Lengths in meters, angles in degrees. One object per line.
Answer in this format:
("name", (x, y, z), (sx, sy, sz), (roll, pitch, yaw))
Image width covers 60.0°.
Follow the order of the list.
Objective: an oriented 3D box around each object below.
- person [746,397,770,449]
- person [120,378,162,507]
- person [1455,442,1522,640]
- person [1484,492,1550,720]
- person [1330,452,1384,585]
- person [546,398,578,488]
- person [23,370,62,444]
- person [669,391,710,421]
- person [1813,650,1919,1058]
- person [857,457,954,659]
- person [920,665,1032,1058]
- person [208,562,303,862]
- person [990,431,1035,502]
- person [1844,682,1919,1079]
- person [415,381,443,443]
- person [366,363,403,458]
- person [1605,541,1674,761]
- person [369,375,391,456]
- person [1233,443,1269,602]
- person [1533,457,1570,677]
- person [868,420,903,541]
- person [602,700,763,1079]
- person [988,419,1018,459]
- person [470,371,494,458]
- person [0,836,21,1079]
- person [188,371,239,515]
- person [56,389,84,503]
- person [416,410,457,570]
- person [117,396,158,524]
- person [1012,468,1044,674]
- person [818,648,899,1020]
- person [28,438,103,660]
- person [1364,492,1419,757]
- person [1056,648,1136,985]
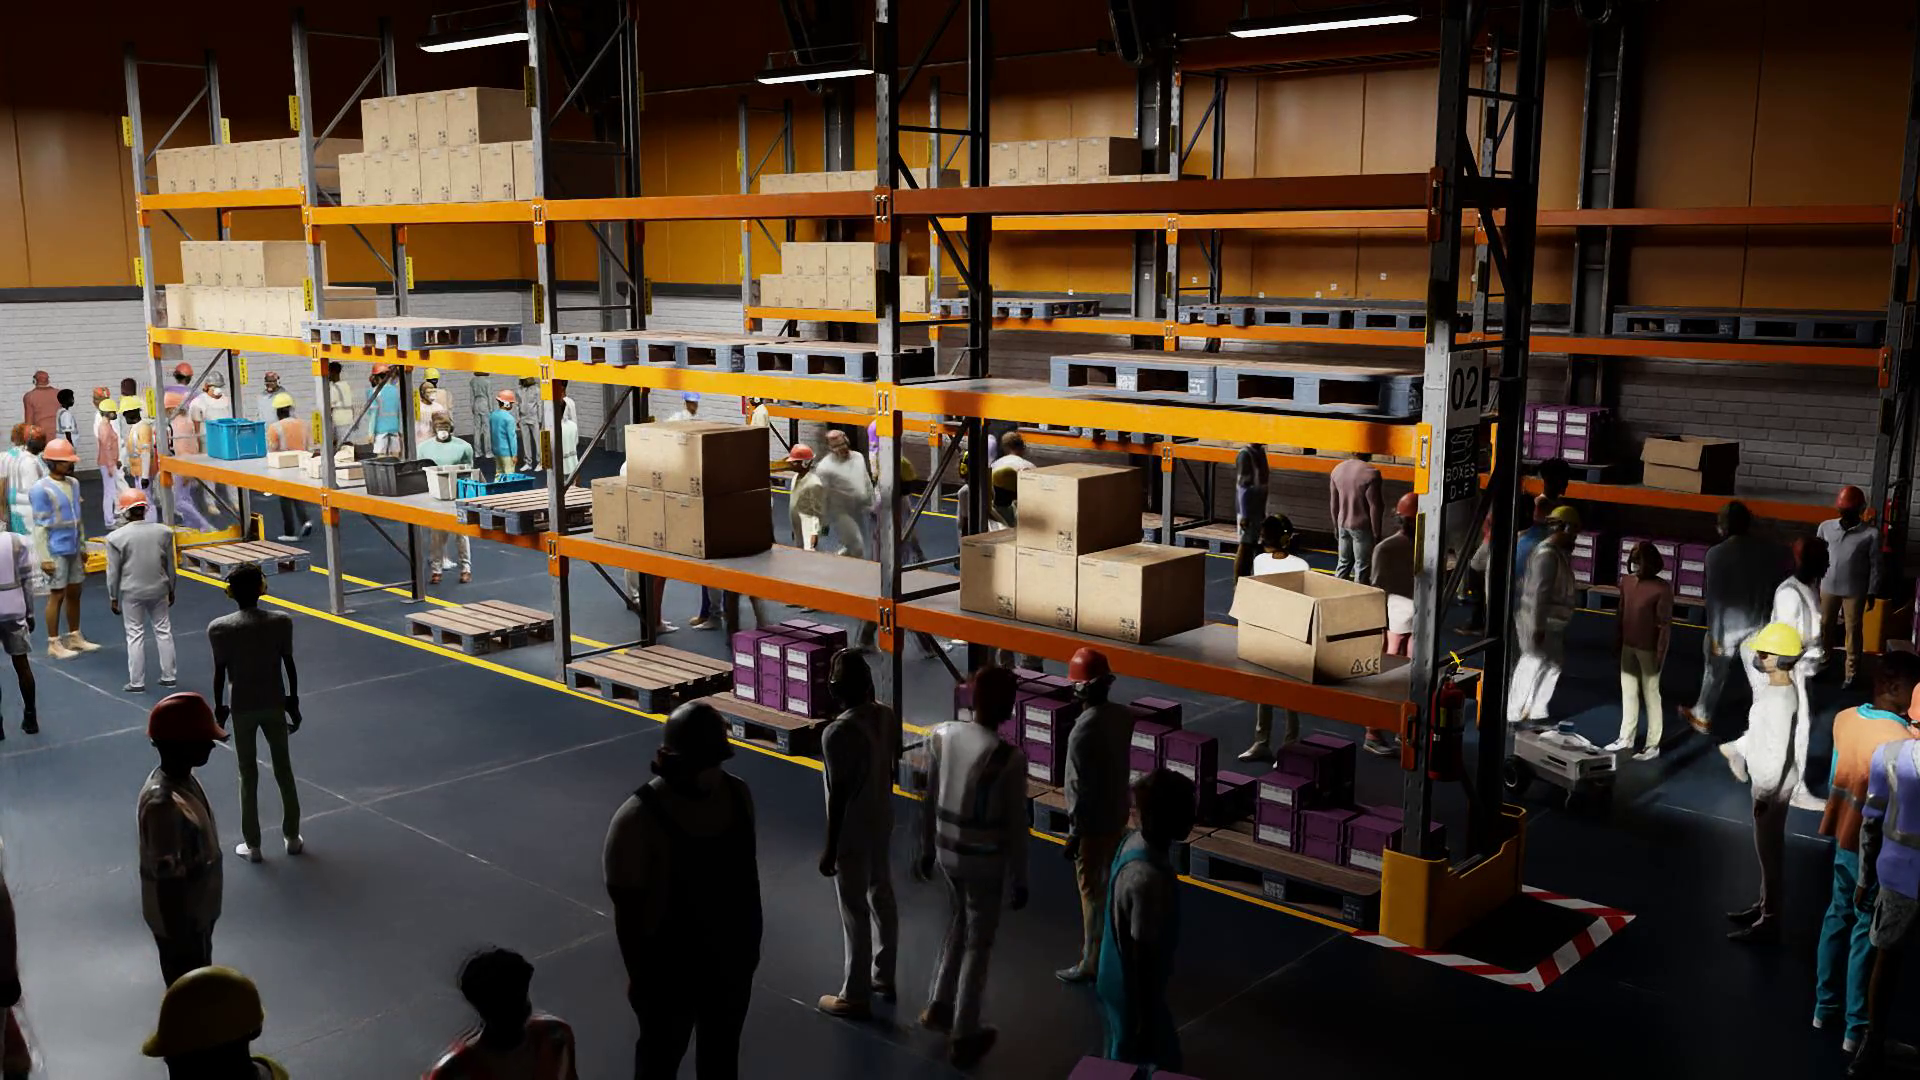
("person", (-2.956, -1.386, 24.390), (0.351, 1.738, 0.573), (-1, 10, -7))
("person", (-11.854, -1.408, 24.109), (0.534, 1.872, 0.631), (-2, 10, -10))
("person", (5.137, -0.014, 16.065), (0.721, 1.929, 0.618), (10, 14, 43))
("person", (4.480, 0.517, 13.375), (0.431, 1.835, 0.624), (-7, 12, -35))
("person", (3.955, -0.097, 16.545), (0.373, 1.935, 0.627), (-7, 12, -34))
("person", (-4.946, -0.824, 20.695), (0.392, 1.920, 0.589), (3, 10, 14))
("person", (-13.851, -1.616, 25.211), (0.400, 1.907, 0.644), (7, 12, 36))
("person", (-3.605, -1.083, 22.256), (0.604, 1.897, 1.041), (-5, 11, -27))
("person", (4.279, 1.455, 7.824), (0.390, 1.914, 0.587), (0, 10, -1))
("person", (-0.538, 0.168, 15.225), (0.982, 1.872, 0.638), (2, 10, 13))
("person", (0.085, 1.492, 7.743), (0.618, 1.866, 0.415), (10, 14, 44))
("person", (-4.338, 1.051, 10.250), (0.517, 1.865, 0.328), (-6, 12, -32))
("person", (0.525, -0.139, 16.887), (0.380, 1.904, 0.698), (-8, 13, -37))
("person", (4.258, 1.528, 7.345), (0.551, 1.934, 0.375), (8, 13, 39))
("person", (-7.282, -1.209, 22.811), (0.370, 1.941, 0.627), (5, 11, 26))
("person", (-8.684, -1.662, 25.087), (0.382, 2.040, 0.616), (7, 12, 34))
("person", (5.035, 0.810, 12.290), (0.277, 1.627, 0.502), (-4, 11, -21))
("person", (-9.702, -1.948, 27.834), (0.314, 1.641, 0.515), (3, 11, 17))
("person", (3.106, -0.327, 17.534), (0.397, 2.043, 0.610), (5, 11, 28))
("person", (5.108, 0.254, 14.470), (0.376, 1.965, 0.632), (7, 12, 35))
("person", (-0.911, -0.914, 21.196), (0.391, 1.925, 0.550), (9, 13, 41))
("person", (-1.031, 1.608, 6.598), (0.535, 2.000, 0.683), (9, 13, 41))
("person", (0.457, -0.941, 21.191), (0.602, 1.984, 0.418), (7, 12, 34))
("person", (-8.539, -2.346, 29.803), (0.492, 1.740, 0.325), (5, 11, 25))
("person", (-4.040, 1.699, 6.676), (0.627, 1.835, 0.428), (2, 10, 12))
("person", (-10.469, -1.383, 23.513), (0.535, 2.000, 0.681), (9, 13, 41))
("person", (-13.131, -1.380, 24.487), (0.317, 1.691, 0.535), (-7, 12, -34))
("person", (-6.037, -0.588, 19.476), (0.527, 1.883, 0.637), (3, 11, 18))
("person", (-10.308, -0.858, 20.916), (0.397, 1.911, 0.593), (-8, 13, -37))
("person", (0.575, 0.304, 14.437), (0.358, 1.880, 0.575), (3, 10, 16))
("person", (-0.506, 1.433, 8.153), (0.351, 1.842, 0.507), (7, 12, 34))
("person", (-8.199, 0.082, 15.251), (0.408, 2.036, 0.613), (1, 10, 7))
("person", (3.311, 0.620, 12.354), (0.619, 1.986, 0.410), (-5, 11, -28))
("person", (0.681, 1.410, 8.545), (0.339, 1.745, 0.562), (6, 12, 31))
